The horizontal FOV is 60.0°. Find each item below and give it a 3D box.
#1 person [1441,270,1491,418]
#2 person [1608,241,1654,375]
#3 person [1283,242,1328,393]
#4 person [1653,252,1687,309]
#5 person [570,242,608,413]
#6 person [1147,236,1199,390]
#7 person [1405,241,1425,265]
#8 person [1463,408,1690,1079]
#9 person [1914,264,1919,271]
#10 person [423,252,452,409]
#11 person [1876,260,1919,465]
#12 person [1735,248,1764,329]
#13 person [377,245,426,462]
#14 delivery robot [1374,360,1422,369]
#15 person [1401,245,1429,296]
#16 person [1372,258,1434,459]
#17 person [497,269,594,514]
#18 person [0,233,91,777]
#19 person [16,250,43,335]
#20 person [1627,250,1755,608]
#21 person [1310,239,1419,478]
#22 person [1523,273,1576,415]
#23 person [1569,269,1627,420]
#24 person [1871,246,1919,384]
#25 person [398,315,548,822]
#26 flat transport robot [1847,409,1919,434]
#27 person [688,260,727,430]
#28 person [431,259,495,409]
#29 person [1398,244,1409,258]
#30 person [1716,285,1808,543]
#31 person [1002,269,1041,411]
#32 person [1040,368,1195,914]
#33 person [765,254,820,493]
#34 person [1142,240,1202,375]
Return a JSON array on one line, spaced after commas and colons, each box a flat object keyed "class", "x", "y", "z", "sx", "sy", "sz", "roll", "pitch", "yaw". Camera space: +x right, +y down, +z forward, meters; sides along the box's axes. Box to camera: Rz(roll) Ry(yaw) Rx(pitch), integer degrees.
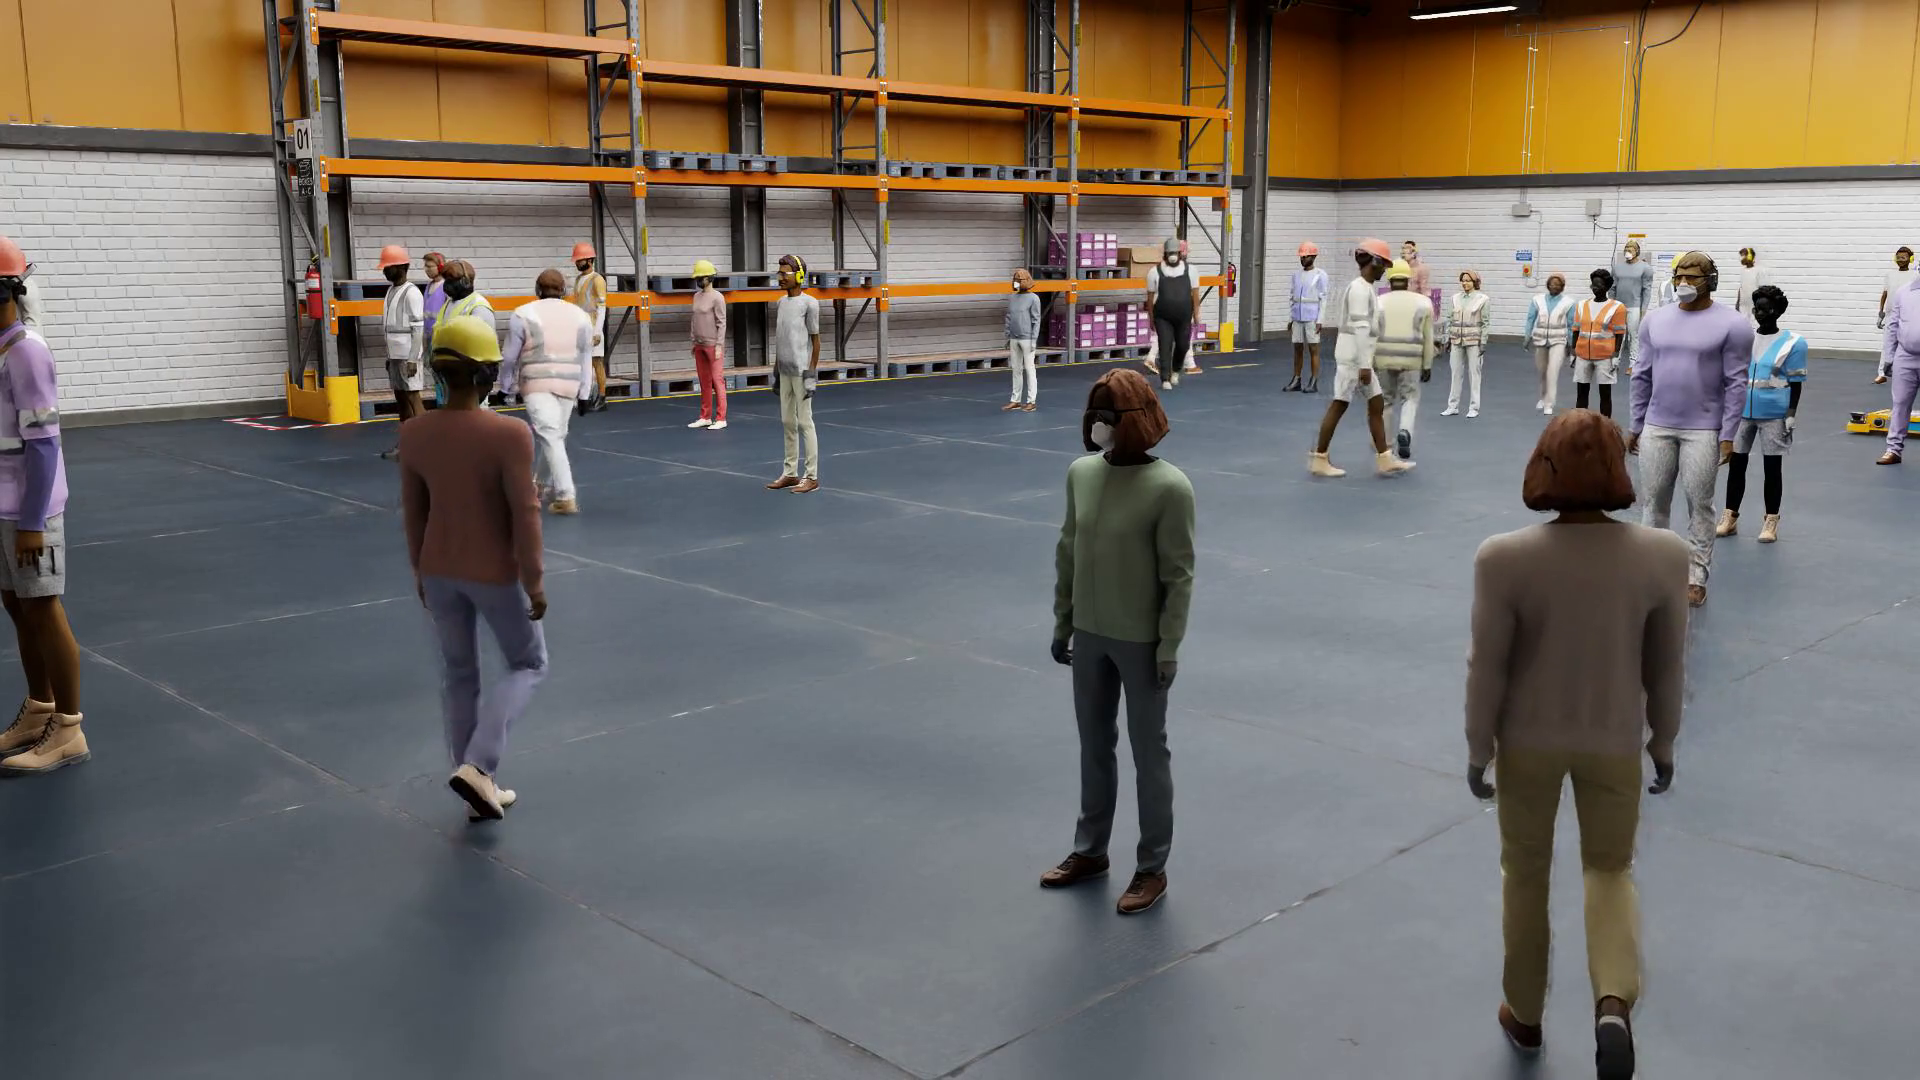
[{"class": "person", "x": 5.653, "y": -2.186, "z": 18.560, "sx": 0.513, "sy": 1.641, "sz": 0.307, "roll": 10, "pitch": 15, "yaw": 44}, {"class": "person", "x": 9.720, "y": -3.370, "z": 24.200, "sx": 0.632, "sy": 1.940, "sz": 0.372, "roll": 10, "pitch": 15, "yaw": 44}, {"class": "person", "x": 4.457, "y": -2.864, "z": 21.440, "sx": 0.544, "sy": 1.939, "sz": 0.354, "roll": 10, "pitch": 15, "yaw": 44}, {"class": "person", "x": 8.083, "y": -2.321, "z": 18.768, "sx": 0.589, "sy": 1.833, "sz": 0.404, "roll": 10, "pitch": 15, "yaw": 44}, {"class": "person", "x": -4.271, "y": -2.430, "z": 19.074, "sx": 0.544, "sy": 1.938, "sz": 0.355, "roll": 10, "pitch": 15, "yaw": 44}, {"class": "person", "x": 2.807, "y": -3.018, "z": 22.002, "sx": 0.679, "sy": 2.000, "sz": 0.836, "roll": 0, "pitch": 10, "yaw": -2}, {"class": "person", "x": 8.410, "y": -4.648, "z": 31.223, "sx": 0.593, "sy": 1.920, "sz": 0.391, "roll": 10, "pitch": 15, "yaw": 44}, {"class": "person", "x": 1.453, "y": 0.499, "z": 3.950, "sx": 0.512, "sy": 1.620, "sz": 0.525, "roll": 2, "pitch": 11, "yaw": 8}, {"class": "person", "x": 14.844, "y": -3.610, "z": 25.511, "sx": 0.544, "sy": 1.938, "sz": 0.355, "roll": 10, "pitch": 15, "yaw": 44}, {"class": "person", "x": -5.439, "y": -2.093, "z": 17.484, "sx": 0.567, "sy": 1.846, "sz": 0.389, "roll": 10, "pitch": 15, "yaw": 44}, {"class": "person", "x": 8.411, "y": -1.581, "z": 14.532, "sx": 0.643, "sy": 1.909, "sz": 0.410, "roll": 10, "pitch": 15, "yaw": 44}, {"class": "person", "x": 12.414, "y": -3.649, "z": 26.030, "sx": 0.416, "sy": 1.829, "sz": 0.667, "roll": -3, "pitch": 11, "yaw": -16}, {"class": "person", "x": -5.006, "y": -1.666, "z": 14.910, "sx": 0.544, "sy": 1.938, "sz": 0.355, "roll": 10, "pitch": 15, "yaw": 44}, {"class": "delivery robot", "x": 6.049, "y": -2.506, "z": 23.010, "sx": 0.477, "sy": 0.478, "sz": 0.707, "roll": -10, "pitch": 14, "yaw": -44}, {"class": "person", "x": 7.206, "y": -3.786, "z": 26.676, "sx": 0.648, "sy": 1.867, "sz": 0.649, "roll": 10, "pitch": 14, "yaw": 43}, {"class": "person", "x": 3.894, "y": -1.589, "z": 14.805, "sx": 0.607, "sy": 1.819, "sz": 0.588, "roll": 3, "pitch": 11, "yaw": 15}, {"class": "person", "x": -3.040, "y": -1.100, "z": 12.287, "sx": 0.626, "sy": 1.778, "sz": 1.008, "roll": -9, "pitch": 14, "yaw": -40}, {"class": "person", "x": -3.579, "y": -0.135, "z": 6.274, "sx": 0.608, "sy": 2.044, "sz": 0.370, "roll": 10, "pitch": 15, "yaw": 44}, {"class": "person", "x": -8.342, "y": -1.643, "z": 14.783, "sx": 0.632, "sy": 1.940, "sz": 0.372, "roll": 10, "pitch": 15, "yaw": 44}, {"class": "person", "x": 3.967, "y": -0.604, "z": 9.119, "sx": 0.632, "sy": 1.940, "sz": 0.372, "roll": 10, "pitch": 15, "yaw": 44}, {"class": "person", "x": 3.415, "y": -1.491, "z": 13.828, "sx": 0.990, "sy": 1.974, "sz": 0.710, "roll": 4, "pitch": 11, "yaw": 20}, {"class": "person", "x": 6.789, "y": -2.258, "z": 19.095, "sx": 0.529, "sy": 1.602, "sz": 0.811, "roll": 7, "pitch": 12, "yaw": 33}, {"class": "person", "x": 6.215, "y": -1.794, "z": 16.261, "sx": 0.534, "sy": 1.699, "sz": 0.318, "roll": 10, "pitch": 15, "yaw": 44}, {"class": "person", "x": 12.703, "y": -3.029, "z": 22.530, "sx": 0.511, "sy": 1.872, "sz": 0.328, "roll": 10, "pitch": 15, "yaw": 44}, {"class": "person", "x": -1.652, "y": 0.118, "z": 5.660, "sx": 0.545, "sy": 1.751, "sz": 0.406, "roll": 3, "pitch": 11, "yaw": 16}, {"class": "flat transport robot", "x": 9.794, "y": -1.162, "z": 16.709, "sx": 0.652, "sy": 0.197, "sz": 1.431, "roll": -10, "pitch": 14, "yaw": -44}, {"class": "person", "x": -2.645, "y": -2.035, "z": 17.394, "sx": 0.524, "sy": 1.769, "sz": 0.309, "roll": 10, "pitch": 15, "yaw": 44}, {"class": "person", "x": -3.754, "y": -1.188, "z": 12.567, "sx": 0.627, "sy": 1.844, "sz": 0.429, "roll": 10, "pitch": 15, "yaw": 44}, {"class": "person", "x": 7.773, "y": -4.228, "z": 29.104, "sx": 0.982, "sy": 1.861, "sz": 0.579, "roll": 6, "pitch": 12, "yaw": 30}, {"class": "person", "x": 5.294, "y": -0.832, "z": 11.023, "sx": 0.534, "sy": 1.697, "sz": 0.318, "roll": 10, "pitch": 15, "yaw": 44}, {"class": "person", "x": 0.715, "y": -2.307, "z": 19.236, "sx": 0.499, "sy": 1.633, "sz": 0.286, "roll": 10, "pitch": 15, "yaw": 44}, {"class": "person", "x": 0.478, "y": 0.298, "z": 5.028, "sx": 0.499, "sy": 1.633, "sz": 0.286, "roll": 10, "pitch": 15, "yaw": 44}, {"class": "person", "x": -1.316, "y": -1.306, "z": 13.132, "sx": 0.511, "sy": 1.872, "sz": 0.328, "roll": 10, "pitch": 15, "yaw": 44}, {"class": "person", "x": 3.093, "y": -3.373, "z": 24.173, "sx": 0.963, "sy": 1.962, "sz": 0.624, "roll": -6, "pitch": 12, "yaw": -31}]
